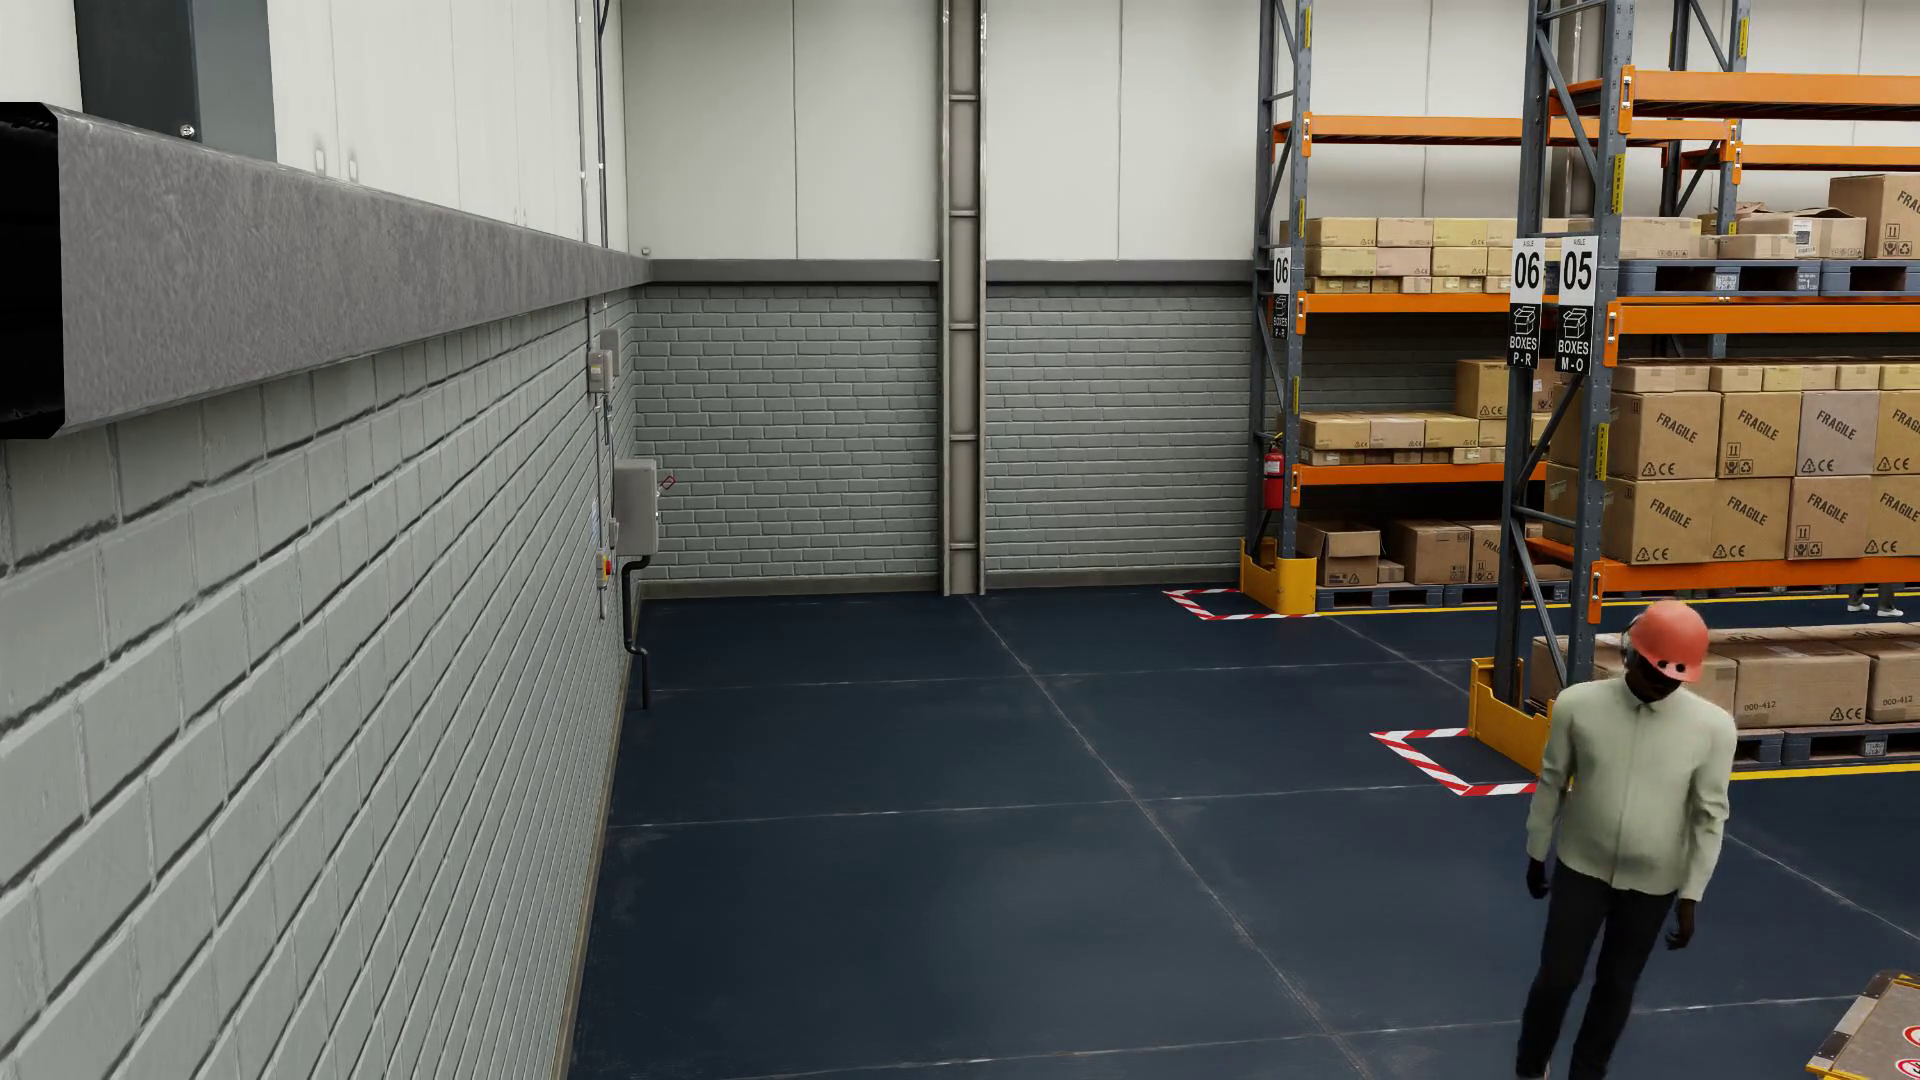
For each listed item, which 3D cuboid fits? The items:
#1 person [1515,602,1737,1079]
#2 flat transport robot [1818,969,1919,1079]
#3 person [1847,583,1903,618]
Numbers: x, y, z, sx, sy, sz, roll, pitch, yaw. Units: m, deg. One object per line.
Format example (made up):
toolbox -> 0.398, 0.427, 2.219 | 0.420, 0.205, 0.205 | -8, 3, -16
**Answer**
person -> 2.272, 1.148, 5.719 | 0.657, 1.939, 0.546 | 4, 10, 22
flat transport robot -> 3.532, 1.931, 6.027 | 0.652, 0.197, 1.431 | 8, 12, 40
person -> 8.110, -0.279, 14.604 | 0.397, 1.918, 0.588 | -6, 11, -31
